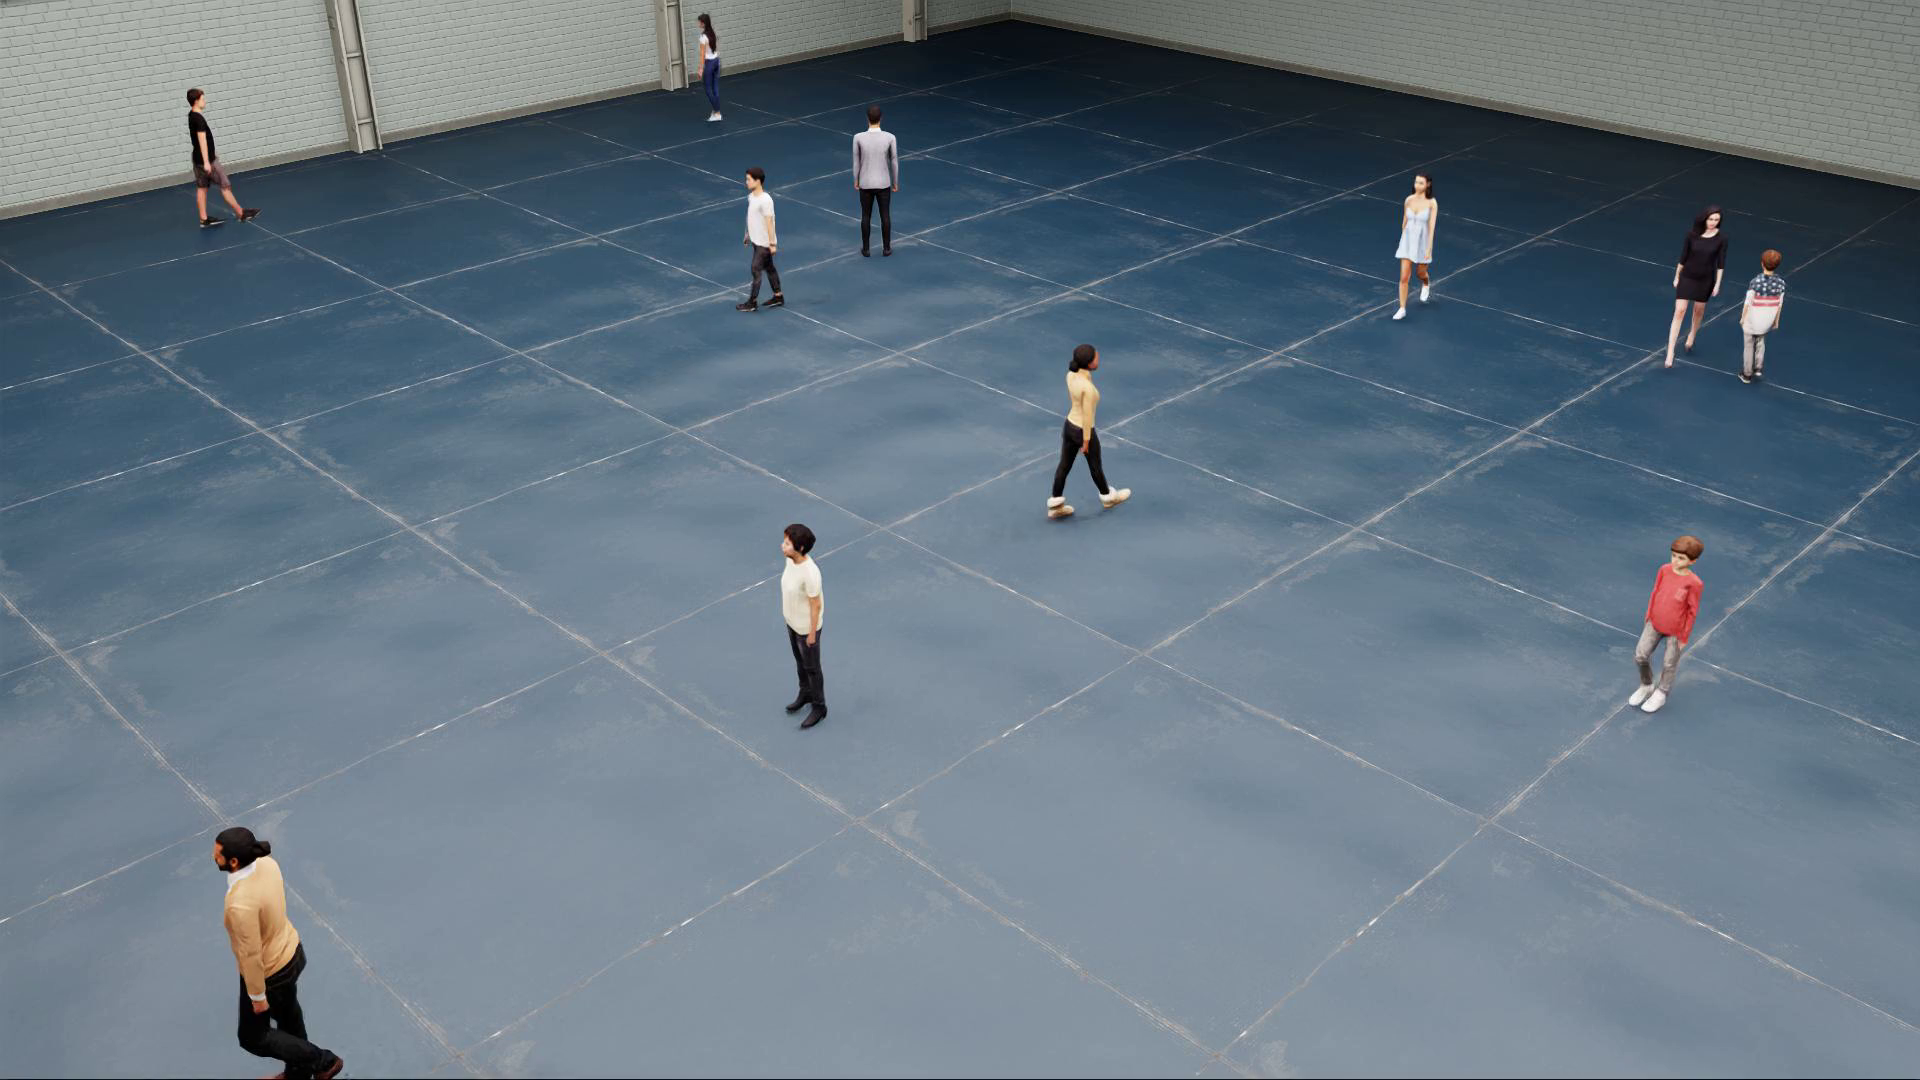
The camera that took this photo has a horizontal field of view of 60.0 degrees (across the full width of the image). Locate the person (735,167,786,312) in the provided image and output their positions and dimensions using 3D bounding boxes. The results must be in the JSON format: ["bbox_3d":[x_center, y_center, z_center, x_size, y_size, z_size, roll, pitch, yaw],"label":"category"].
[{"bbox_3d":[-2.240,-3.542,19.544,0.979,1.701,0.825,-12,30,-22],"label":"person"}]

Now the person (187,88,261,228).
[{"bbox_3d":[-10.225,-5.102,22.327,1.072,1.837,0.812,-19,33,-31],"label":"person"}]

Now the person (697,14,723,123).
[{"bbox_3d":[-4.123,-7.861,27.599,0.864,1.751,0.722,16,32,27],"label":"person"}]

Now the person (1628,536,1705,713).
[{"bbox_3d":[5.190,0.593,12.084,0.533,1.413,0.555,-19,33,-32],"label":"person"}]

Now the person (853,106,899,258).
[{"bbox_3d":[-1.089,-4.579,21.255,0.795,1.922,0.870,-2,28,-3],"label":"person"}]

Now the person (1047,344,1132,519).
[{"bbox_3d":[0.988,-0.934,14.722,1.110,1.630,0.799,-15,32,-26],"label":"person"}]

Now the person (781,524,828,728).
[{"bbox_3d":[-1.116,0.597,11.892,0.575,1.587,0.644,-14,31,-25],"label":"person"}]

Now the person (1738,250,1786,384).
[{"bbox_3d":[8.472,-2.337,17.568,0.612,1.431,0.673,1,28,1],"label":"person"}]

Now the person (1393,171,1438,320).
[{"bbox_3d":[5.355,-3.448,19.357,0.716,1.710,1.062,18,33,30],"label":"person"}]

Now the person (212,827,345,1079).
[{"bbox_3d":[-3.531,2.223,8.667,0.937,1.749,0.875,-3,28,-6],"label":"person"}]

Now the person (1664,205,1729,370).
[{"bbox_3d":[8.003,-2.768,18.038,0.870,1.750,1.194,13,31,23],"label":"person"}]
